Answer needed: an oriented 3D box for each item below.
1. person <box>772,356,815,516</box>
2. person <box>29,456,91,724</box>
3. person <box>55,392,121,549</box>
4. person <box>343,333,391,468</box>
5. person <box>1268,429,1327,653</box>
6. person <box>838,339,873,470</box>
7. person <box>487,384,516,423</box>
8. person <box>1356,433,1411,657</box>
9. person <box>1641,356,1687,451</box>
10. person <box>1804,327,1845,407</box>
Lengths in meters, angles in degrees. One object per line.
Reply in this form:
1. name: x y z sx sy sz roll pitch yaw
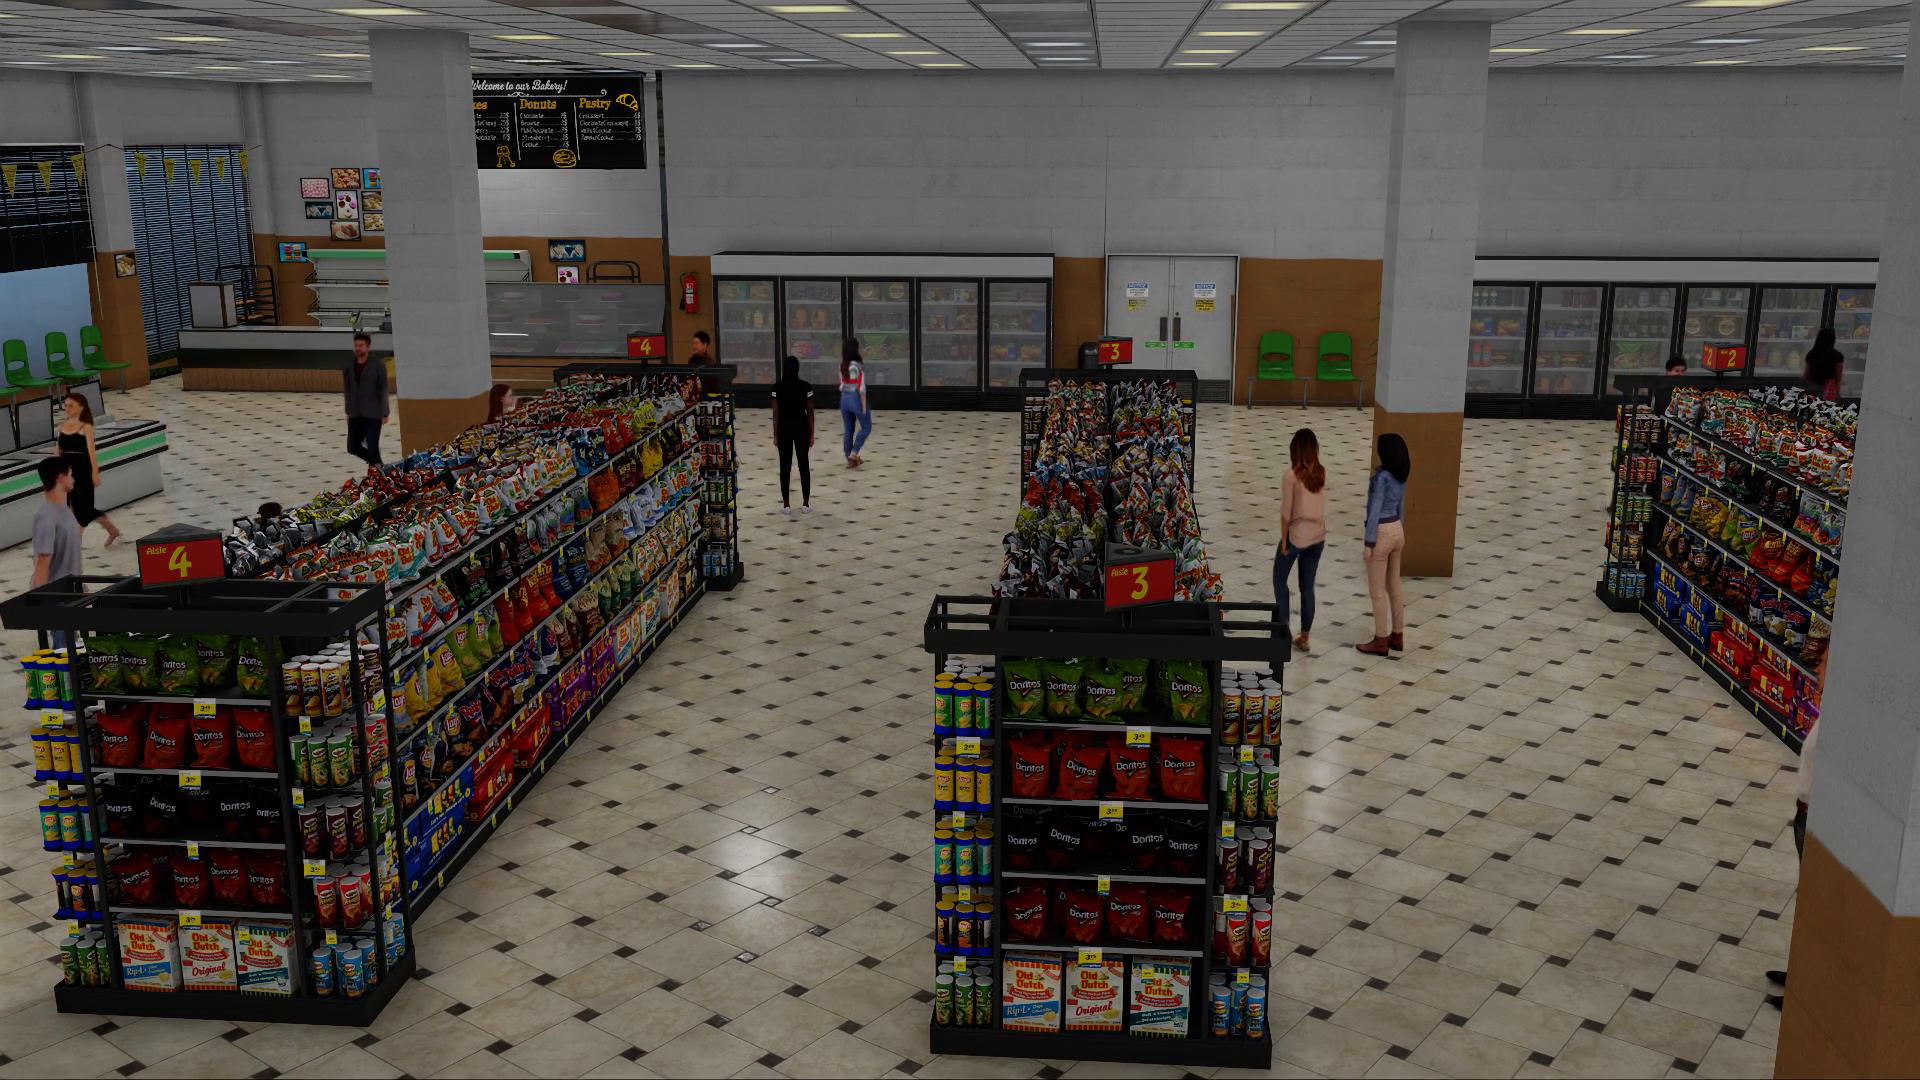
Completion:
1. person: -1.814 -1.148 18.109 0.663 1.729 0.646 -2 14 -8
2. person: -6.345 0.376 11.566 0.901 1.851 0.758 -1 14 -5
3. person: -8.558 -0.639 16.292 0.770 1.596 1.126 5 15 21
4. person: -6.776 -1.442 19.049 0.738 1.858 0.954 2 14 9
5. person: 2.770 0.025 13.188 0.712 1.769 0.771 -5 14 -18
6. person: -1.371 -1.670 20.524 0.724 1.604 0.751 11 17 37
7. person: -4.333 -0.618 15.861 0.727 1.760 0.608 -6 15 -24
8. person: 3.376 0.027 13.181 0.697 1.769 0.765 -12 18 -41
9. person: 7.291 -0.996 17.277 0.806 1.826 0.985 -3 14 -11
10. person: 10.699 -1.771 20.714 0.798 1.712 0.869 12 18 41
